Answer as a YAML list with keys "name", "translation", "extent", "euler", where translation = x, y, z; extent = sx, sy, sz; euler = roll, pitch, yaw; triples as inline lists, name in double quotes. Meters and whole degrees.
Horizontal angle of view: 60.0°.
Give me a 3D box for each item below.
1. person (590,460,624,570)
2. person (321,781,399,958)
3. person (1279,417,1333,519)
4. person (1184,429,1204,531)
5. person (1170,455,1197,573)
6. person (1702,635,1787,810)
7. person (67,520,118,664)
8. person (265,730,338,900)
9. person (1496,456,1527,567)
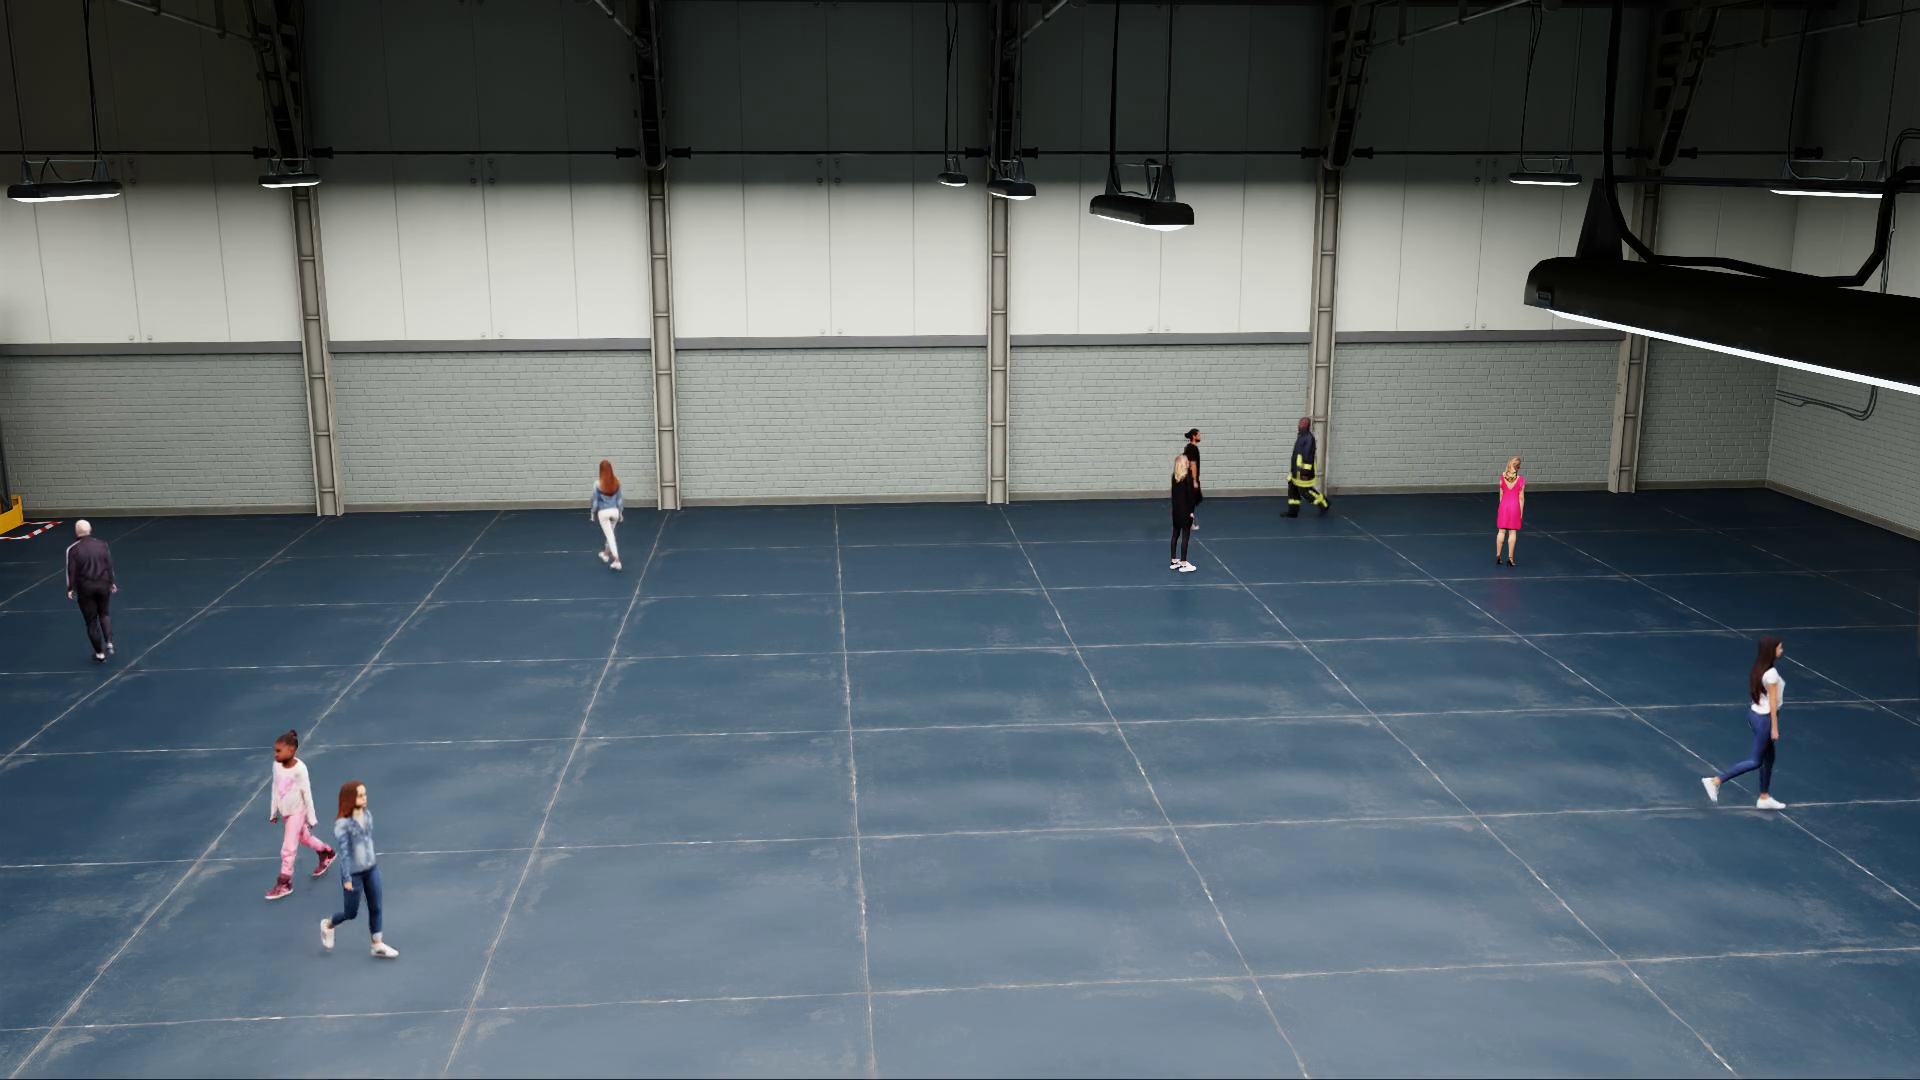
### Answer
- name: "person"
  translation: [-5.375, -0.348, 25.583]
  extent: [1.122, 1.656, 1.067]
  euler: [-10, 16, -36]
- name: "person"
  translation: [-4.826, 2.624, 13.186]
  extent: [0.979, 1.459, 0.819]
  euler: [5, 14, 22]
- name: "person"
  translation: [6.112, -1.255, 29.179]
  extent: [1.111, 1.801, 0.741]
  euler: [-1, 13, -6]
- name: "person"
  translation: [3.856, -1.022, 28.291]
  extent: [0.701, 1.748, 0.685]
  euler: [2, 13, 7]
- name: "person"
  translation: [3.412, -0.421, 25.585]
  extent: [0.678, 1.798, 0.683]
  euler: [-8, 15, -30]
- name: "person"
  translation: [7.685, 1.793, 16.123]
  extent: [1.104, 1.753, 0.809]
  euler: [3, 13, 13]
- name: "person"
  translation: [-10.829, 0.661, 20.857]
  extent: [0.868, 1.822, 0.808]
  euler: [11, 17, 39]
- name: "person"
  translation: [-5.749, 2.339, 14.511]
  extent: [1.022, 1.417, 1.003]
  euler: [8, 15, 32]
- name: "person"
  translation: [8.558, -0.457, 25.899]
  extent: [0.665, 1.726, 0.724]
  euler: [11, 17, 39]
